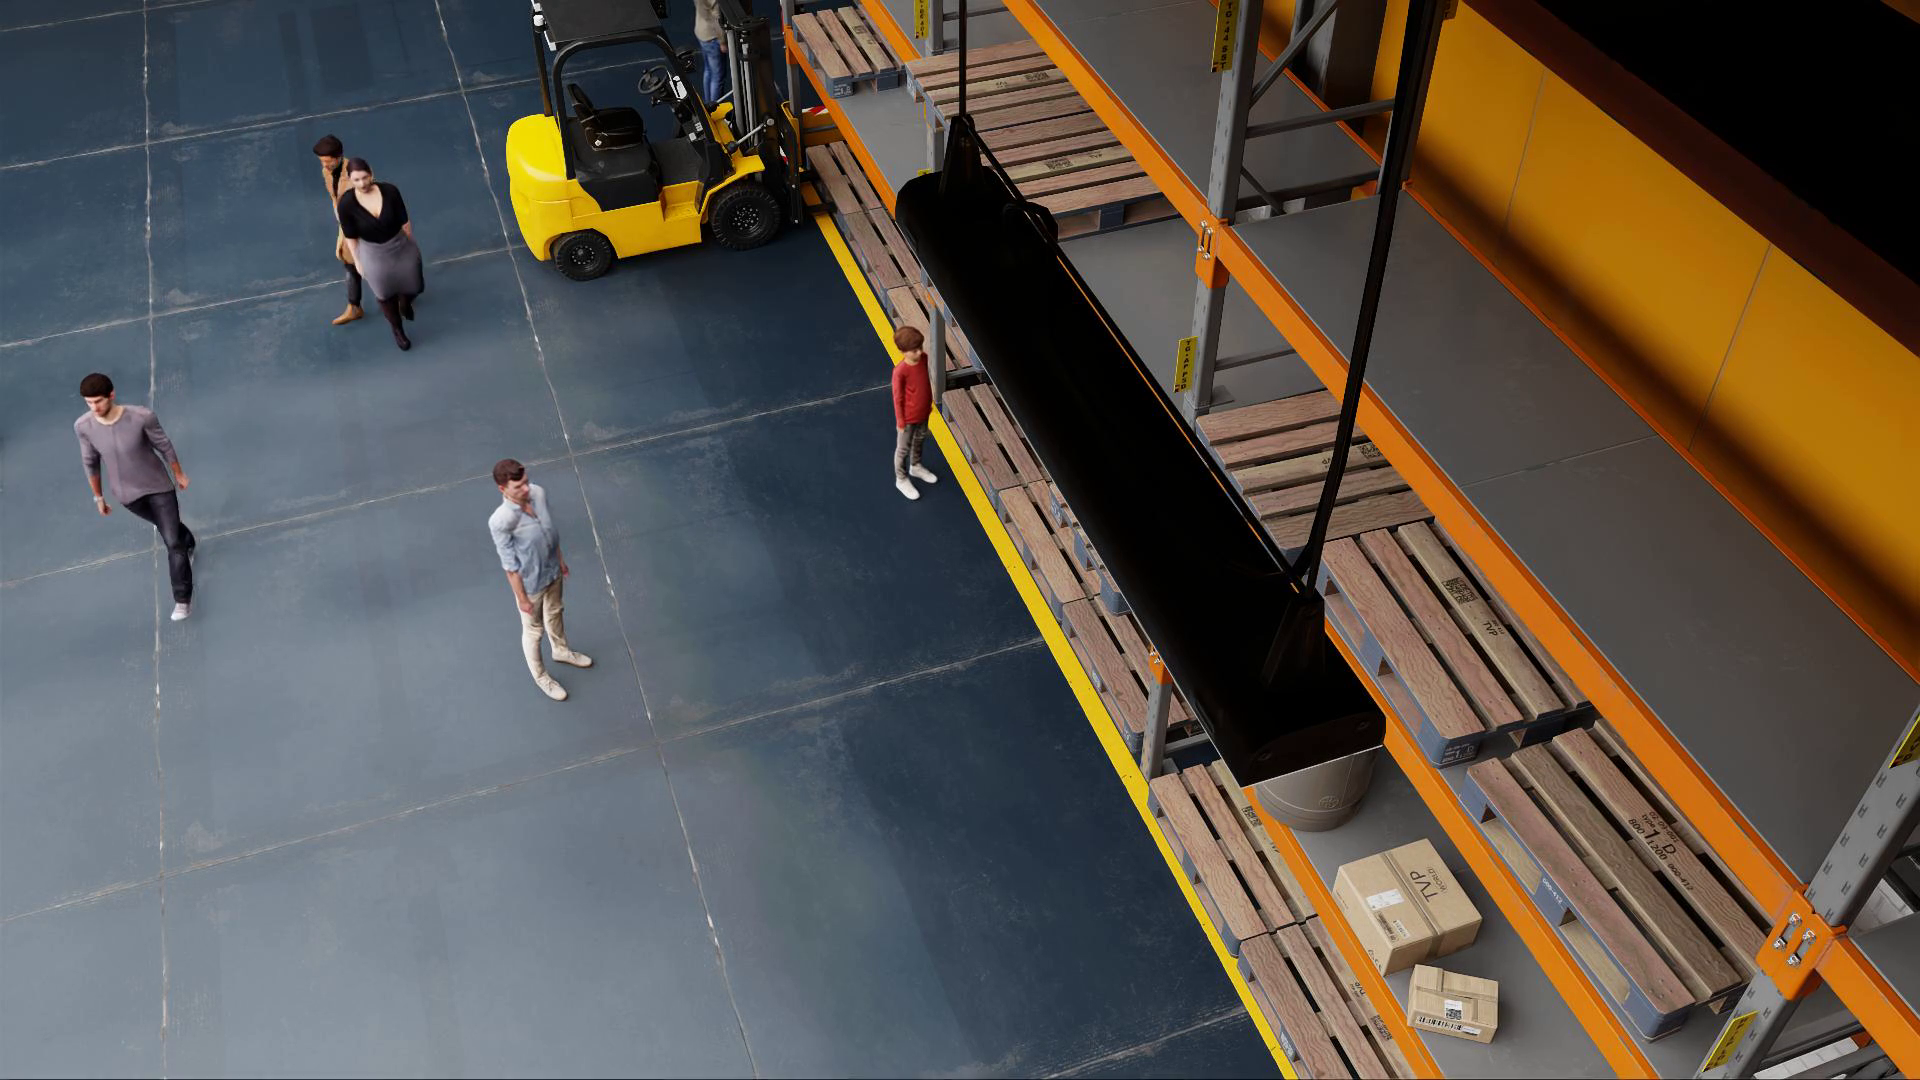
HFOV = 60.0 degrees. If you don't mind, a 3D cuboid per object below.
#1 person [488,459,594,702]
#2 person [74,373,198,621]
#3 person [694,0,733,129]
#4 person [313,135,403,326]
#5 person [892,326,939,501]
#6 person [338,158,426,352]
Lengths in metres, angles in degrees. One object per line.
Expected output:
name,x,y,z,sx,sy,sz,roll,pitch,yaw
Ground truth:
person,-2.673,0.209,10.458,0.784,1.848,0.719,17,46,17
person,-5.451,-0.418,11.148,0.872,1.805,1.199,-5,44,-6
person,-2.349,-4.788,15.692,0.775,1.865,0.521,-17,46,-17
person,-4.791,-2.583,13.501,0.986,1.693,1.016,22,48,22
person,-0.350,-0.944,11.982,0.628,1.416,0.599,29,51,27
person,-4.565,-2.297,13.165,0.728,1.744,0.796,-21,47,-20
